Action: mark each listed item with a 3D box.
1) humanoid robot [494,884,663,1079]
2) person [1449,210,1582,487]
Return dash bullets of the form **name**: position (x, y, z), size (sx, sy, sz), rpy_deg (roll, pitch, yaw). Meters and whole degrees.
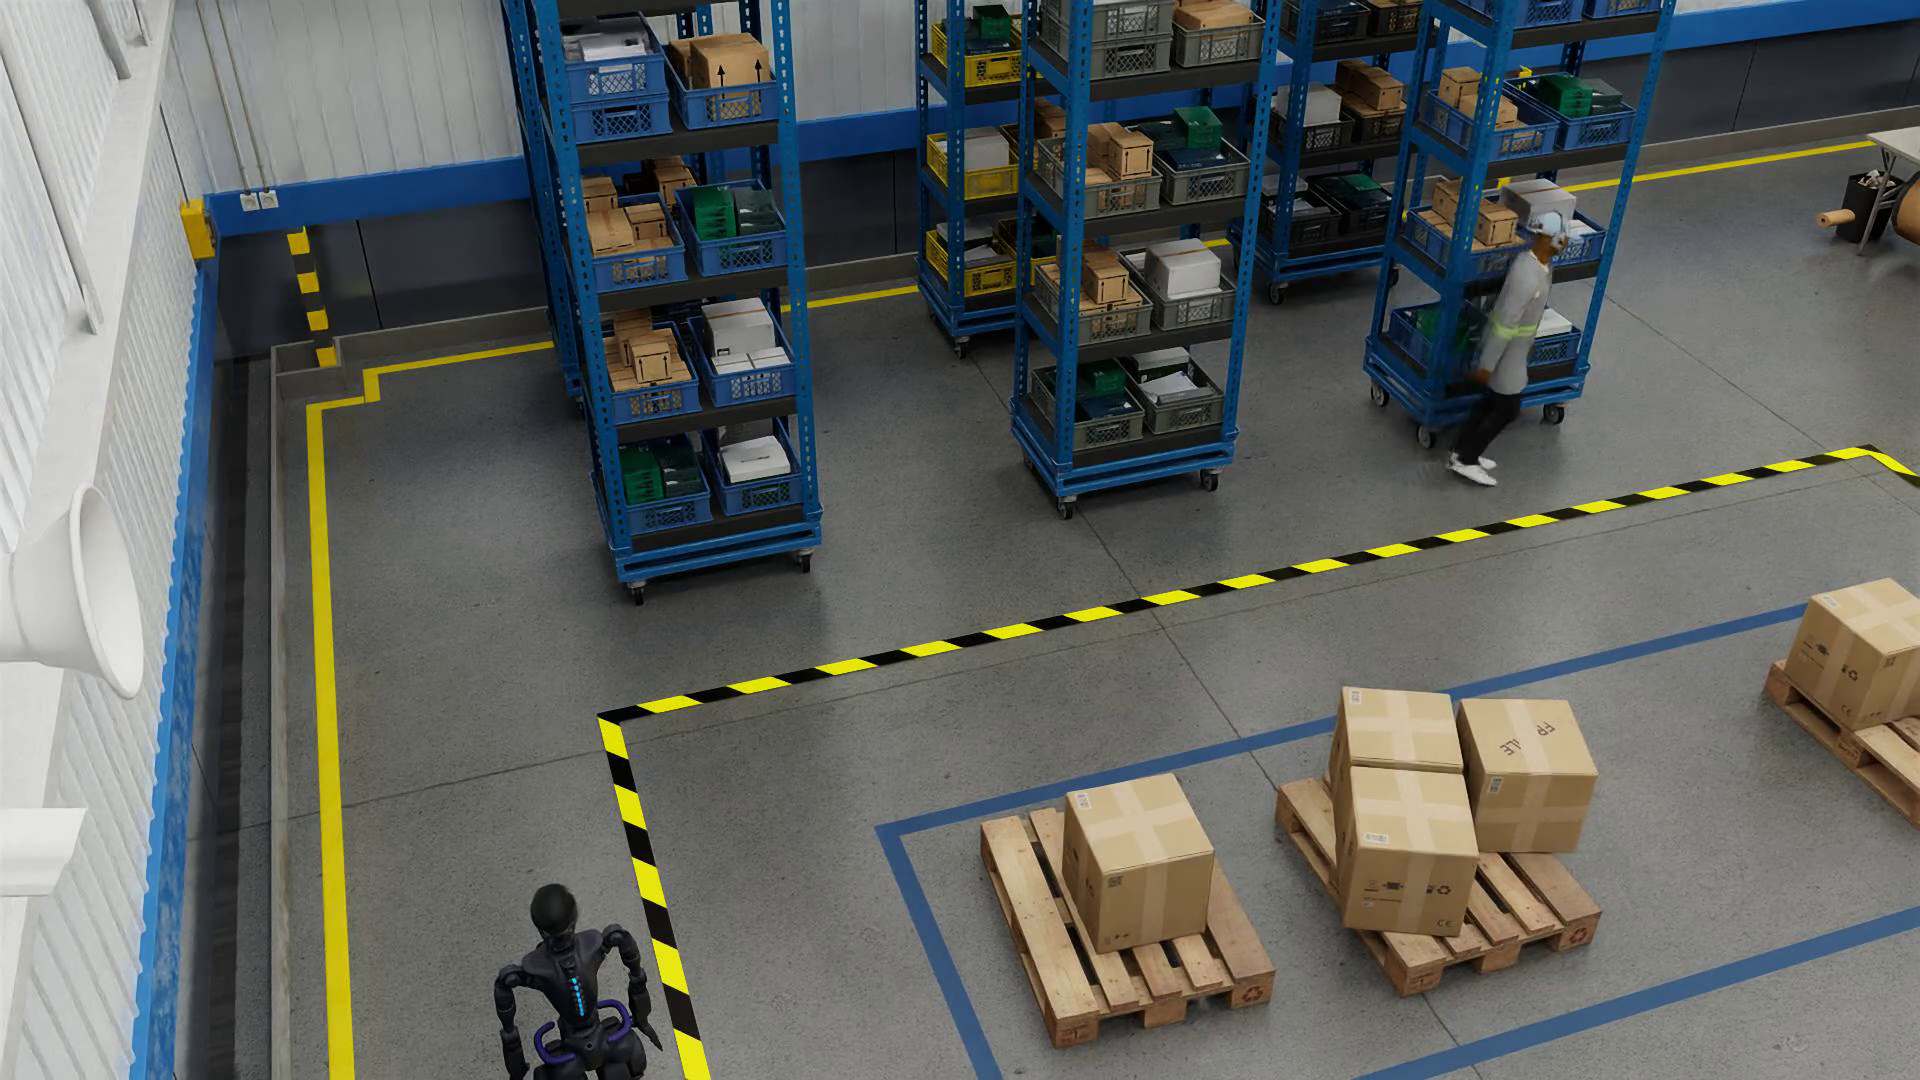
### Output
- **humanoid robot**: position (-1.394, 1.894, 6.138), size (0.599, 1.653, 0.315), rpy_deg (-18, 39, -23)
- **person**: position (3.469, -1.204, 10.422), size (0.539, 1.815, 0.610), rpy_deg (11, 37, 16)
